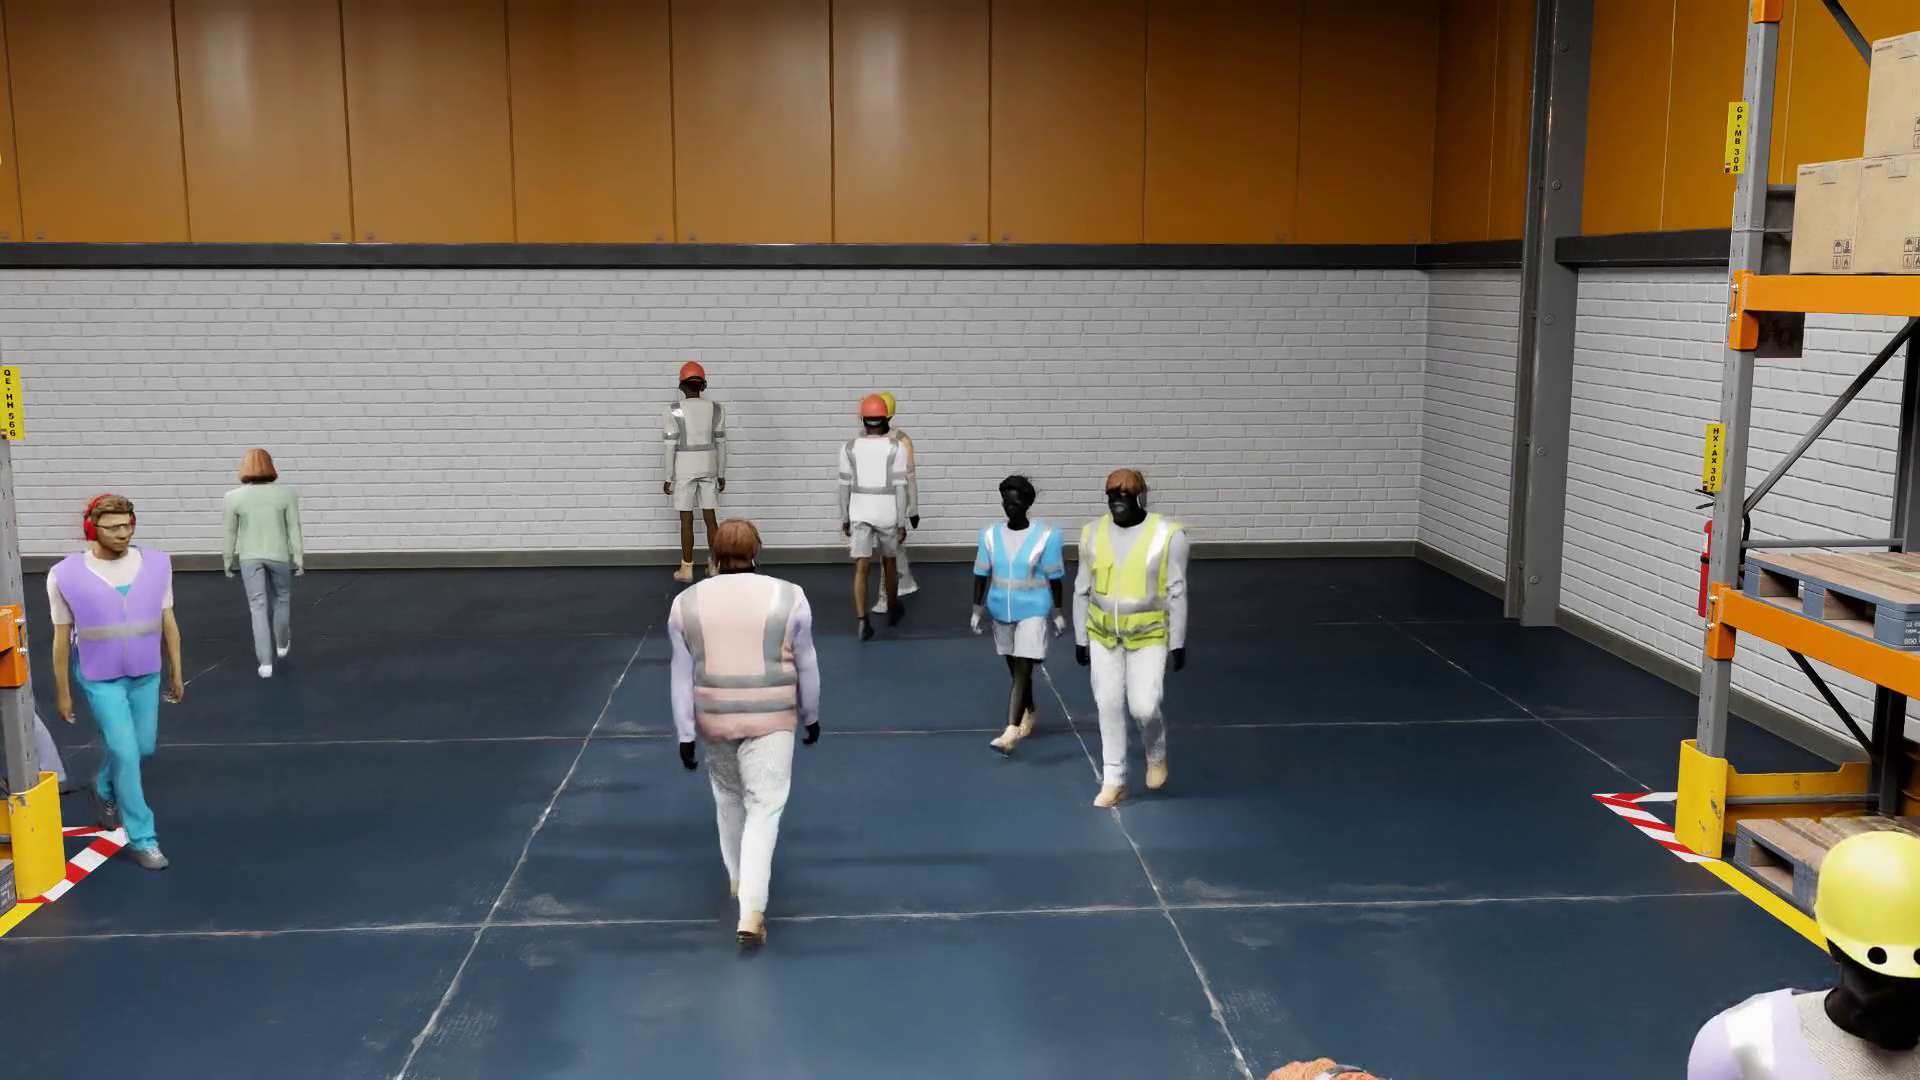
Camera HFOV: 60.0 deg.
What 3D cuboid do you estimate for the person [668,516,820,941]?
[{"bbox_3d":[-0.938,0.795,7.236,0.624,1.803,0.945,1,9,5],"label":"person"}]

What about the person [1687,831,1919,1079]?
[{"bbox_3d":[1.560,1.428,2.891,0.622,1.908,0.499,2,9,13],"label":"person"}]

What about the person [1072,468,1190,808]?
[{"bbox_3d":[0.899,0.518,8.875,0.645,1.823,0.460,5,10,27],"label":"person"}]

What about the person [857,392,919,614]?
[{"bbox_3d":[-0.568,-0.344,14.194,0.803,1.877,0.650,-8,12,-42],"label":"person"}]

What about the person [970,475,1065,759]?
[{"bbox_3d":[0.314,0.445,9.855,0.550,1.647,0.888,4,10,25],"label":"person"}]

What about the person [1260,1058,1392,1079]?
[{"bbox_3d":[0.485,1.574,2.226,0.566,1.822,1.030,-8,12,-40],"label":"person"}]

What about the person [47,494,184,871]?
[{"bbox_3d":[-4.119,0.656,8.090,0.821,1.811,0.584,8,12,40],"label":"person"}]

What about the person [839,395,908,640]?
[{"bbox_3d":[-0.677,-0.202,13.206,0.565,1.882,0.977,1,9,7],"label":"person"}]

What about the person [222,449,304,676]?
[{"bbox_3d":[-5.018,0.141,11.972,0.525,1.590,0.843,-4,10,-25],"label":"person"}]

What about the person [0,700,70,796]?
[{"bbox_3d":[-5.233,0.587,8.812,0.837,1.712,0.530,-3,10,-20],"label":"person"}]

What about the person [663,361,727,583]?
[{"bbox_3d":[-2.460,-0.628,15.395,0.614,2.043,0.374,-5,10,-30],"label":"person"}]
